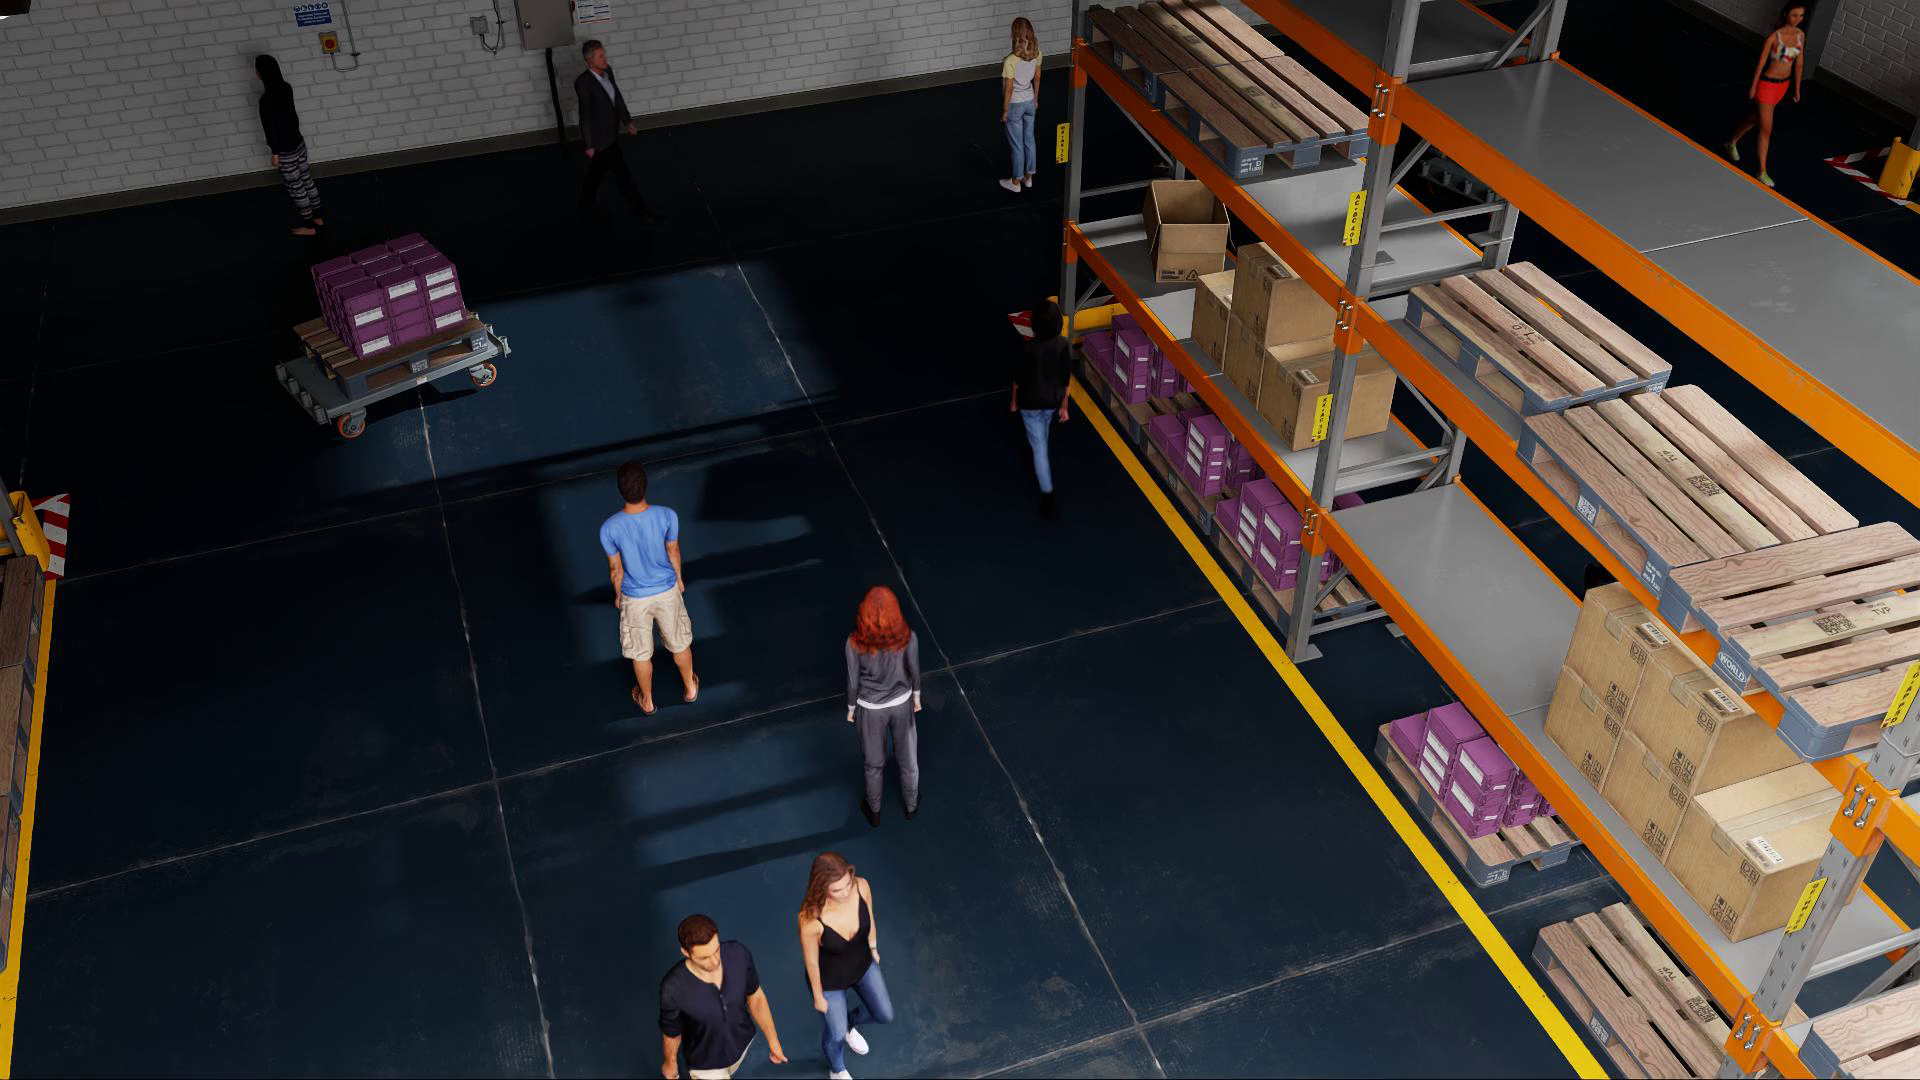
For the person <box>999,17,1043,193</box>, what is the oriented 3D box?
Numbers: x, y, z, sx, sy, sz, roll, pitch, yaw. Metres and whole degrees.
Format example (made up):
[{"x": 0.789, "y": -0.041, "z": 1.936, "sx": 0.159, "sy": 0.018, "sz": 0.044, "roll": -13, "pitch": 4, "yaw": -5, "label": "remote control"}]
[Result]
[{"x": 0.584, "y": -4.204, "z": 16.081, "sx": 0.702, "sy": 1.723, "sz": 0.676, "roll": -29, "pitch": 47, "yaw": -31, "label": "person"}]

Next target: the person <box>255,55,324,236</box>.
[{"x": -6.215, "y": -3.660, "z": 15.390, "sx": 0.741, "sy": 1.735, "sz": 0.629, "roll": 7, "pitch": 39, "yaw": 9, "label": "person"}]

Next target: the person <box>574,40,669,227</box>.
[{"x": -3.378, "y": -3.777, "z": 15.493, "sx": 1.216, "sy": 1.790, "sz": 1.263, "roll": 9, "pitch": 39, "yaw": 11, "label": "person"}]

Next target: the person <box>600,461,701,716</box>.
[{"x": -1.925, "y": 0.309, "z": 10.318, "sx": 0.645, "sy": 1.864, "sz": 0.557, "roll": -14, "pitch": 41, "yaw": -17, "label": "person"}]

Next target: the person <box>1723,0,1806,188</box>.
[{"x": 7.948, "y": -4.465, "z": 16.392, "sx": 0.635, "sy": 1.743, "sz": 1.168, "roll": -9, "pitch": 39, "yaw": -11, "label": "person"}]

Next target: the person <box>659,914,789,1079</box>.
[{"x": -1.185, "y": 2.329, "z": 7.830, "sx": 0.935, "sy": 1.812, "sz": 1.216, "roll": -29, "pitch": 47, "yaw": -31, "label": "person"}]

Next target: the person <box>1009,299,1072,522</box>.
[{"x": 0.609, "y": -0.912, "z": 12.013, "sx": 0.578, "sy": 1.655, "sz": 1.153, "roll": -14, "pitch": 41, "yaw": -17, "label": "person"}]

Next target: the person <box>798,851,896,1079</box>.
[{"x": -0.626, "y": 2.086, "z": 8.213, "sx": 0.701, "sy": 1.714, "sz": 0.750, "roll": -31, "pitch": 48, "yaw": -32, "label": "person"}]

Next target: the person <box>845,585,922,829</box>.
[{"x": -0.437, "y": 0.961, "z": 9.569, "sx": 0.612, "sy": 1.779, "sz": 0.533, "roll": -7, "pitch": 39, "yaw": -9, "label": "person"}]
